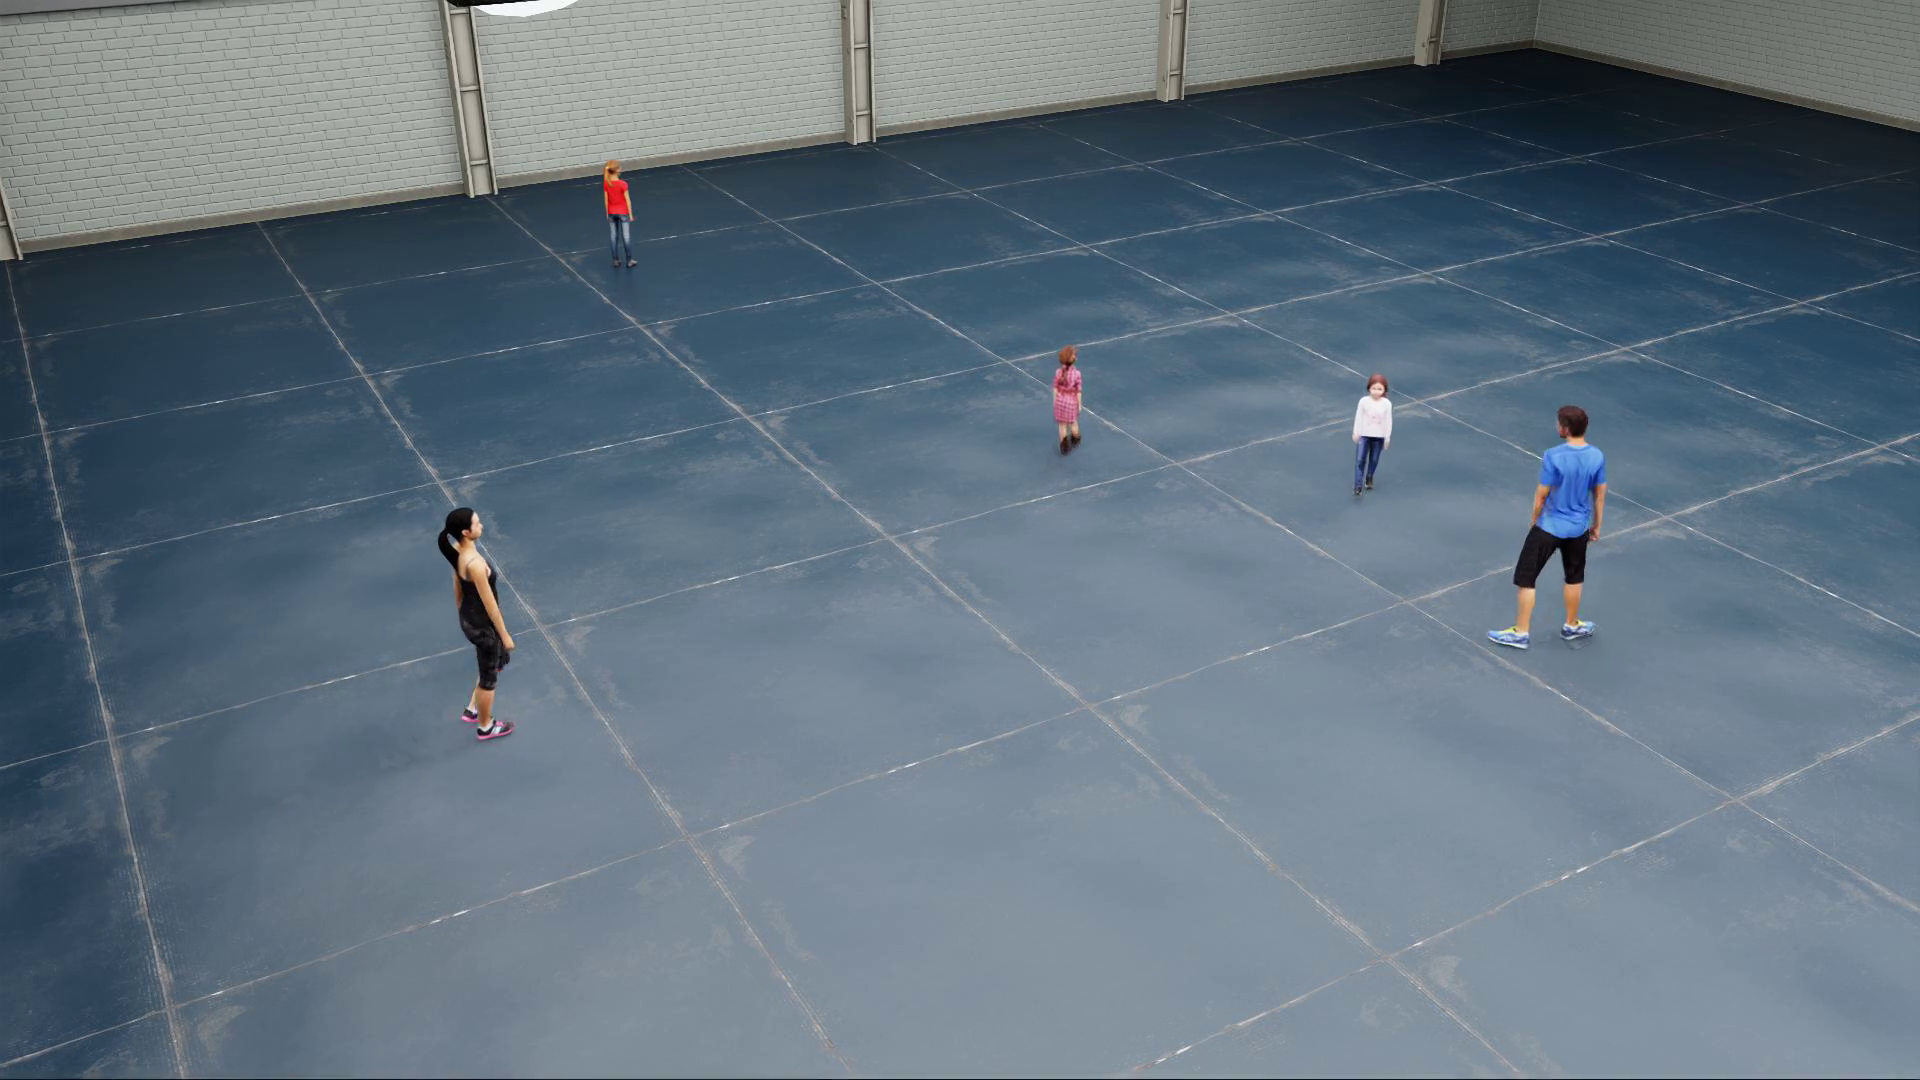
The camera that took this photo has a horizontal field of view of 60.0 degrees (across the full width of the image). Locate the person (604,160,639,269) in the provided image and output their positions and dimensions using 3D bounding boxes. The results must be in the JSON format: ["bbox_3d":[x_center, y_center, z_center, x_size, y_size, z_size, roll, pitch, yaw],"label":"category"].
[{"bbox_3d":[-4.158,-3.968,20.235,0.550,1.310,0.617,5,28,10],"label":"person"}]

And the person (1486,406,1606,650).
[{"bbox_3d":[4.427,-0.074,12.088,0.793,1.845,1.151,2,27,4],"label":"person"}]

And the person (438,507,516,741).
[{"bbox_3d":[-3.232,0.595,10.928,0.594,1.718,0.560,-16,31,-28],"label":"person"}]

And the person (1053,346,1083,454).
[{"bbox_3d":[0.979,-1.283,15.343,0.613,1.014,0.680,9,29,17],"label":"person"}]

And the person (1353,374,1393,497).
[{"bbox_3d":[3.624,-0.953,14.620,0.733,1.089,0.782,6,28,11],"label":"person"}]
